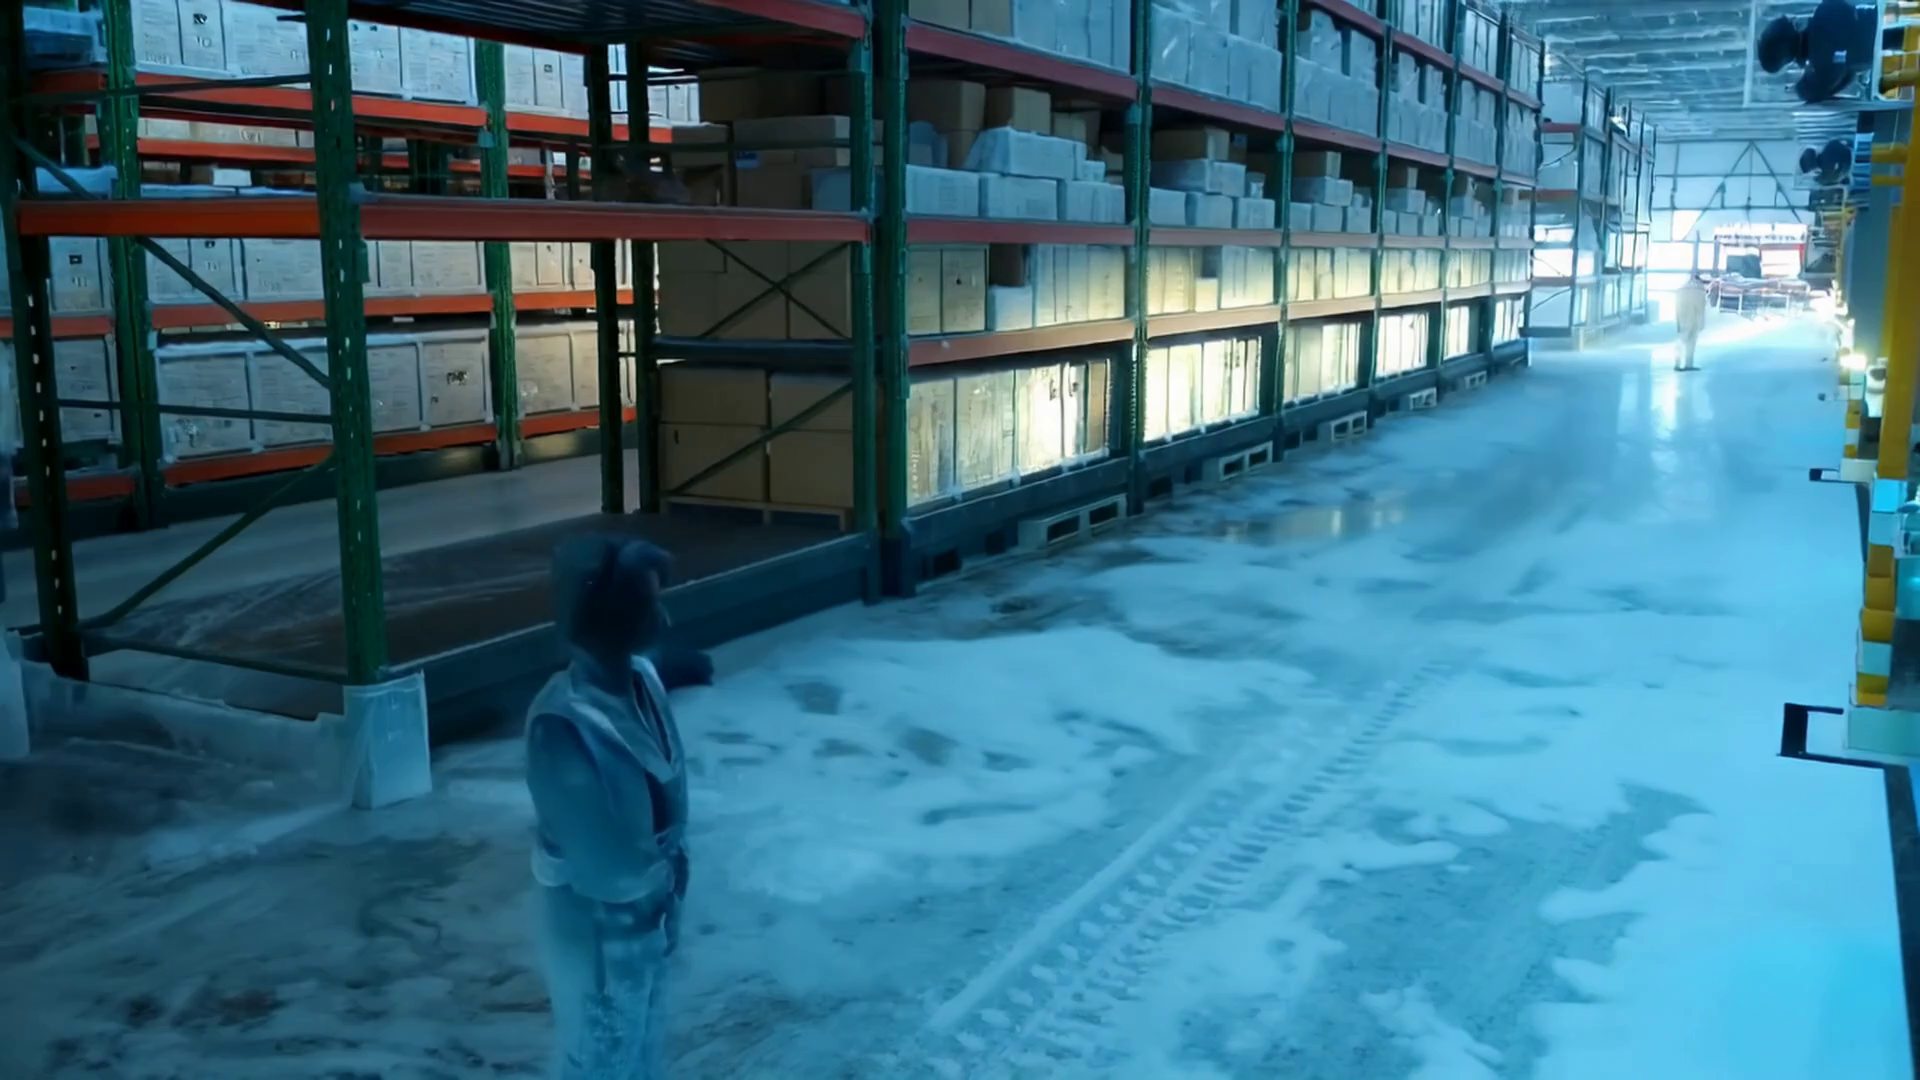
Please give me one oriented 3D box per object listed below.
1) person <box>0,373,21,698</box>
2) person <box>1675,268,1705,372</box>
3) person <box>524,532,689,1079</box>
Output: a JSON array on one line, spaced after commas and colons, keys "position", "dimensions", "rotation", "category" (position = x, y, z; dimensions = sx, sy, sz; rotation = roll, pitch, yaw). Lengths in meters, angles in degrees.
[{"position": [-4.799, -0.091, 8.191], "dimensions": [0.484, 1.735, 0.311], "rotation": [5, 11, 26], "category": "person"}, {"position": [13.454, -4.050, 30.608], "dimensions": [0.643, 1.909, 0.411], "rotation": [-5, 11, -25], "category": "person"}, {"position": [-0.695, 0.796, 3.332], "dimensions": [0.309, 1.639, 0.514], "rotation": [1, 10, 6], "category": "person"}]
